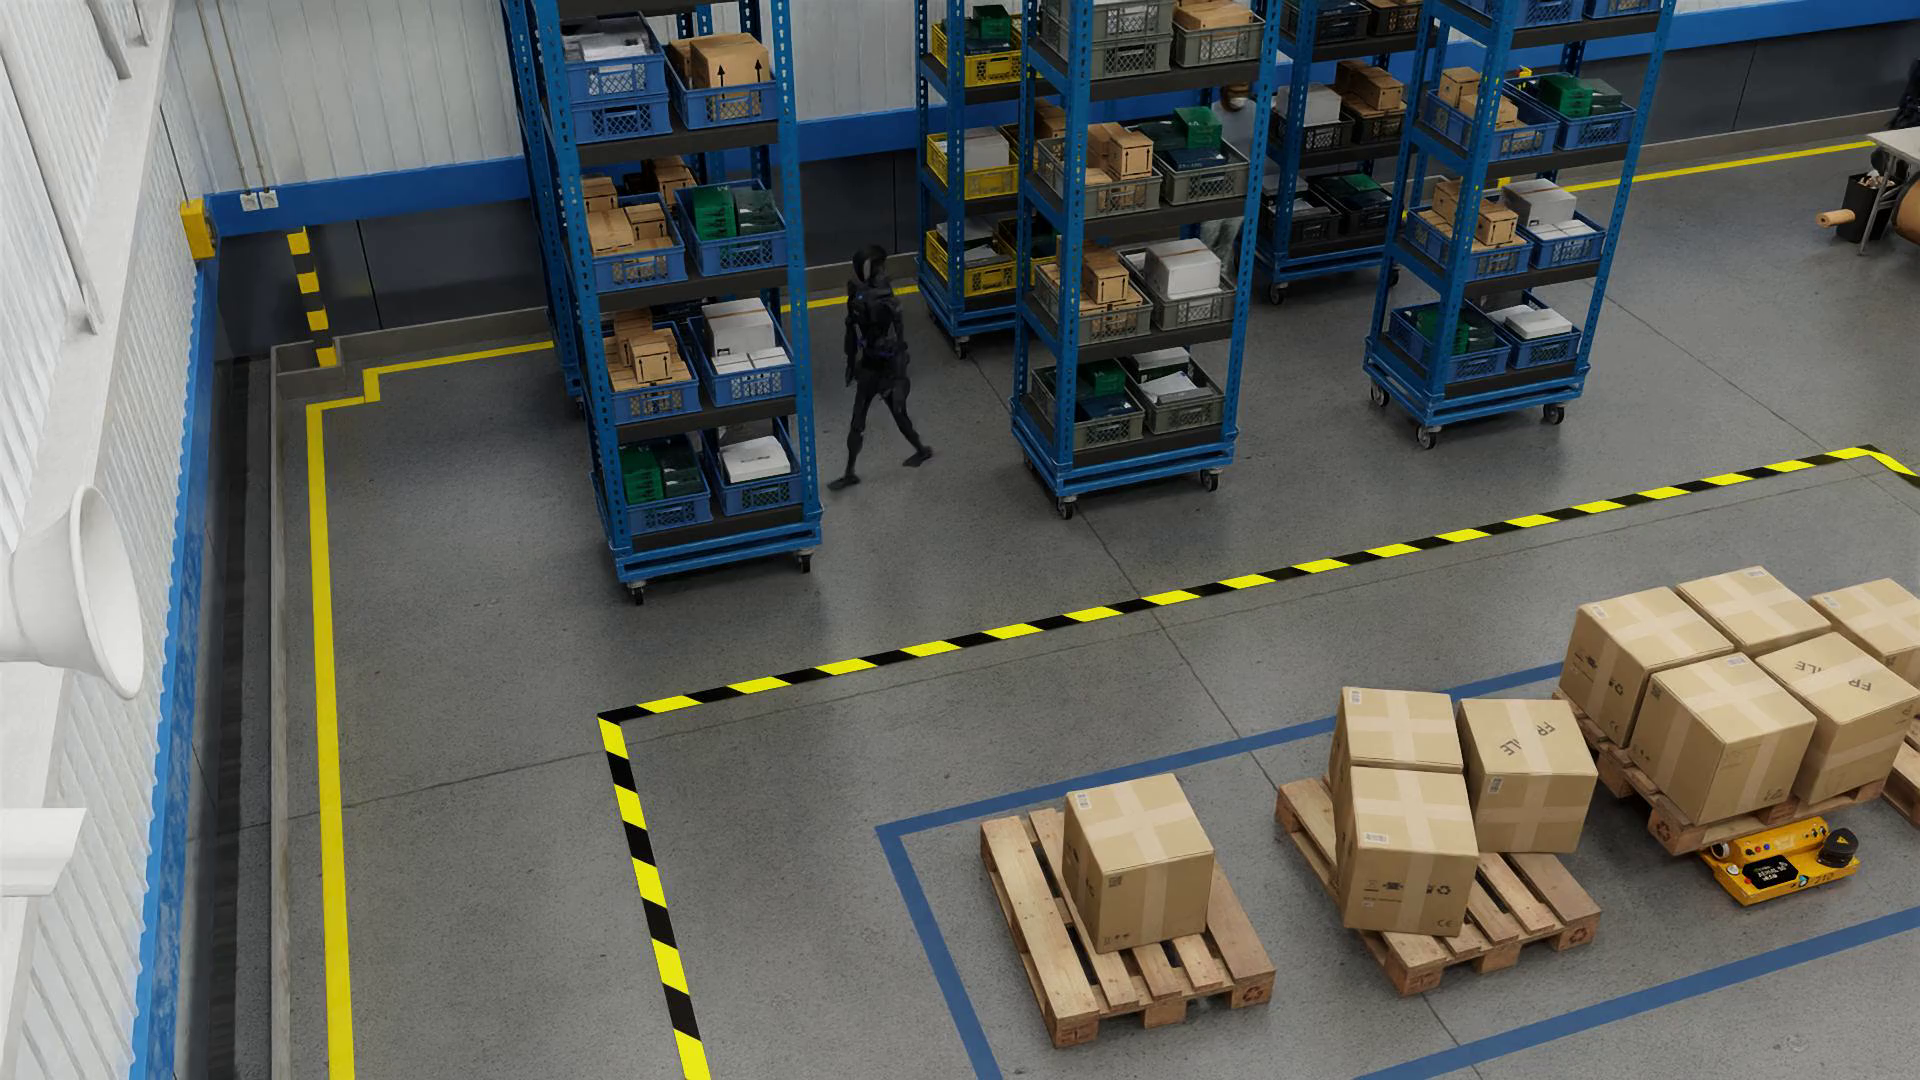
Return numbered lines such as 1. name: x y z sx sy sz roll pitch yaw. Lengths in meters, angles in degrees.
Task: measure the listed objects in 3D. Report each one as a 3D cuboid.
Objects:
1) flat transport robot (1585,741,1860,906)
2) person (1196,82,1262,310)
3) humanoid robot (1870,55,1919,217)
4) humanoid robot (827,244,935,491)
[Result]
1. flat transport robot: 3.738 1.188 8.347 0.652 0.197 1.431 -11 37 -15
2. person: 1.928 -2.544 12.216 0.629 1.936 0.367 -21 40 -26
3. humanoid robot: 7.869 -3.454 13.733 0.376 1.651 0.599 8 36 12
4. humanoid robot: -0.501 -1.071 10.400 0.796 1.633 0.594 -28 44 -33
